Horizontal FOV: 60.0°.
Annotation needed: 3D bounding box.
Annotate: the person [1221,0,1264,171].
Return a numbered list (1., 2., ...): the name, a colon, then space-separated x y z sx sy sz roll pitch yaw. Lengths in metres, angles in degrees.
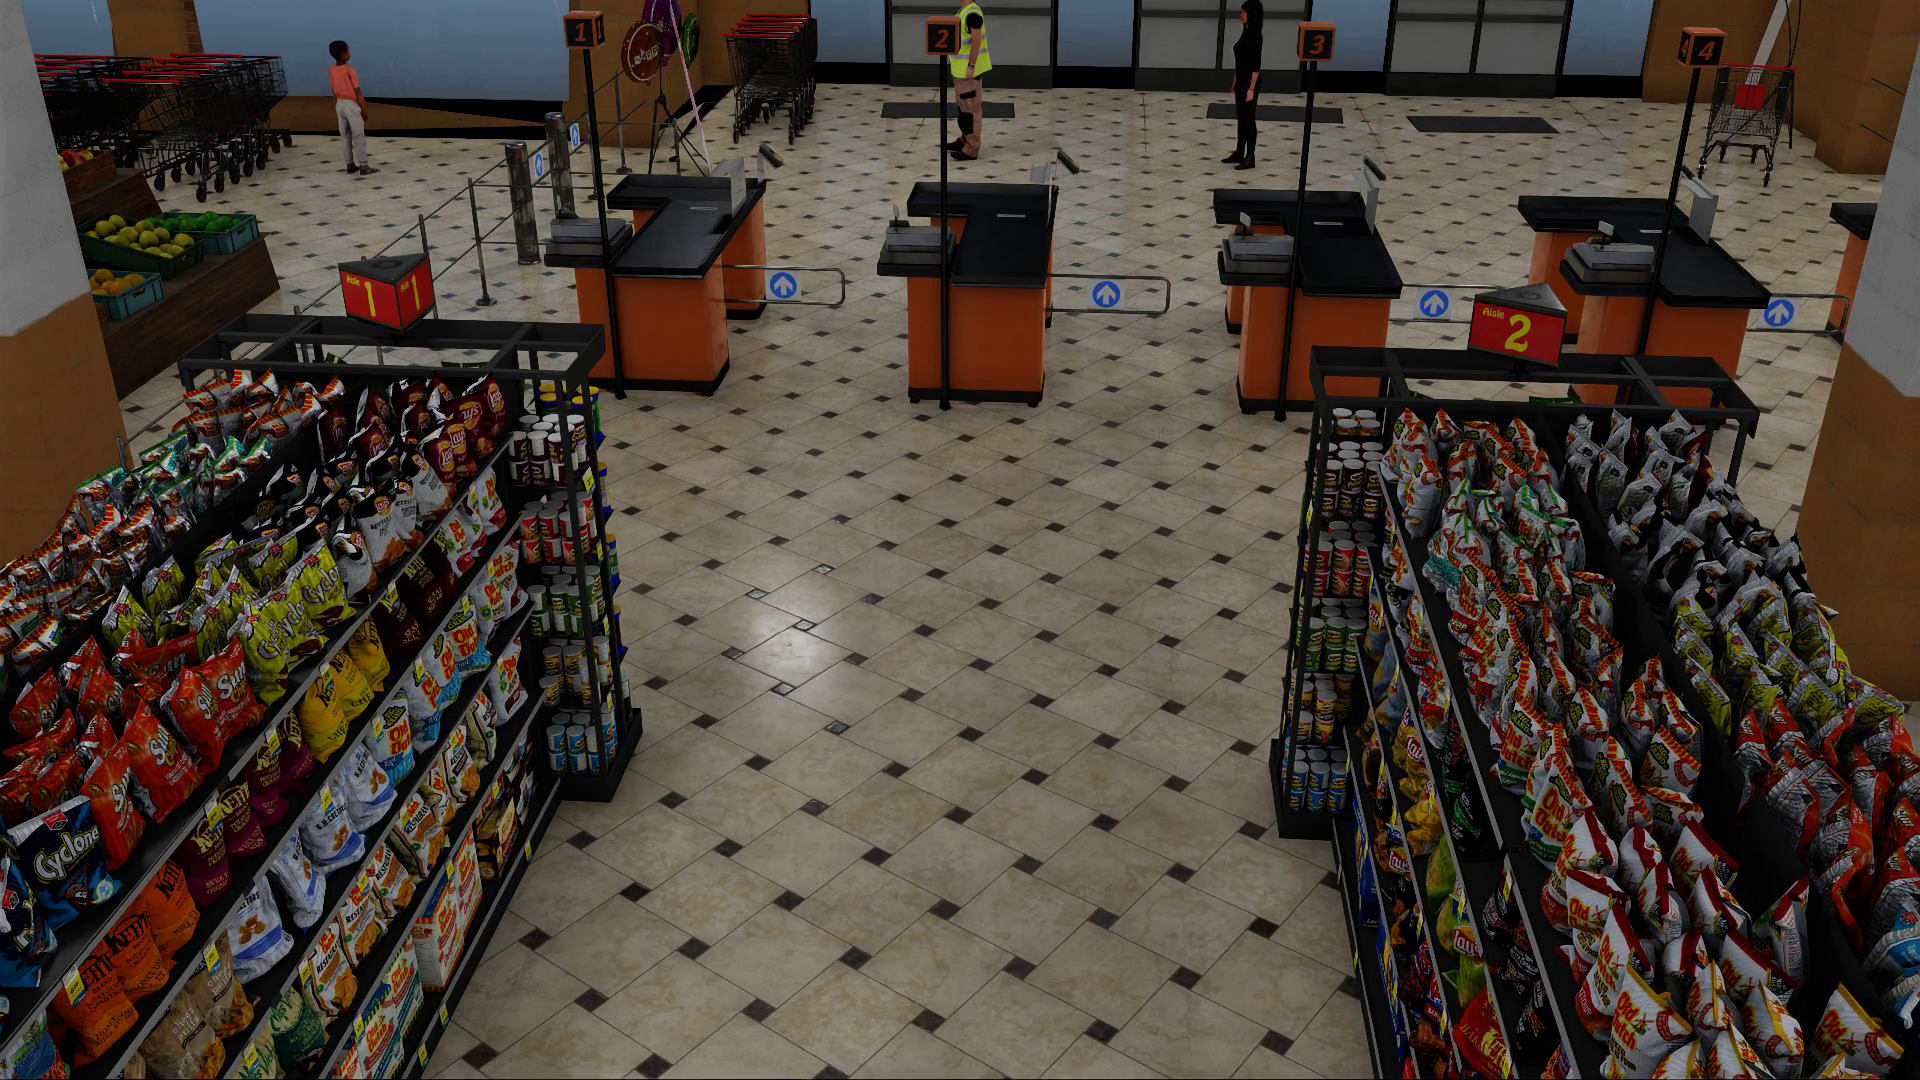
1. person: 2.890 -4.574 16.680 0.694 1.642 0.558 -8 28 -16

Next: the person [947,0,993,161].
1. person: 0.066 -4.841 16.979 0.835 1.847 0.743 -5 27 -9

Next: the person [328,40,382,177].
1. person: -6.047 -4.275 16.455 0.530 1.311 0.542 10 28 18
